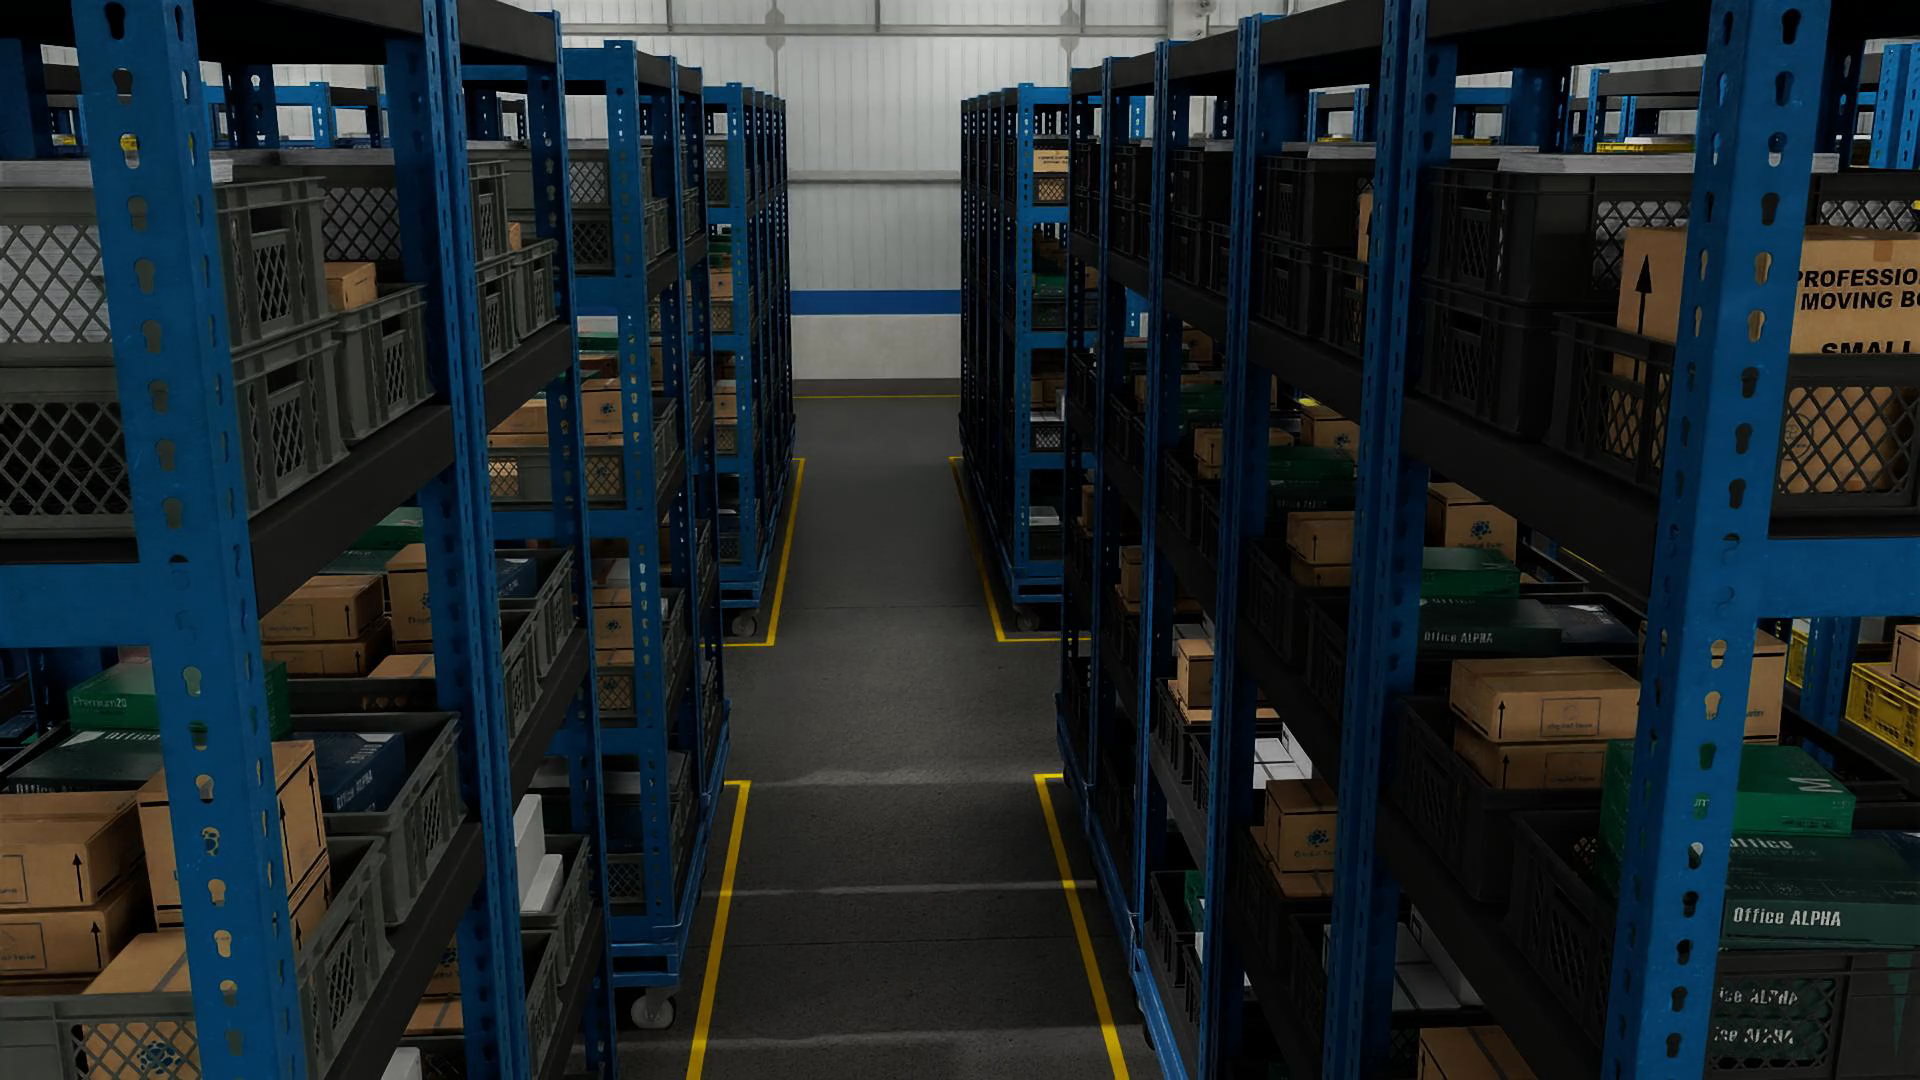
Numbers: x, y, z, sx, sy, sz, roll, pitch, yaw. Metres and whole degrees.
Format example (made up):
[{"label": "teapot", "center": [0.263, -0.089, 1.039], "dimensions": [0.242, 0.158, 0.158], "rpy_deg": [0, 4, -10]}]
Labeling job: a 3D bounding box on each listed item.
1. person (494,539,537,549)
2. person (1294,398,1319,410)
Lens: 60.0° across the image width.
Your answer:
[{"label": "person", "center": [-2.325, 0.270, 8.544], "dimensions": [0.382, 1.995, 0.612], "rpy_deg": [6, 15, 22]}, {"label": "person", "center": [1.942, 0.086, 9.618], "dimensions": [0.586, 1.835, 0.403], "rpy_deg": [-10, 17, -34]}]
